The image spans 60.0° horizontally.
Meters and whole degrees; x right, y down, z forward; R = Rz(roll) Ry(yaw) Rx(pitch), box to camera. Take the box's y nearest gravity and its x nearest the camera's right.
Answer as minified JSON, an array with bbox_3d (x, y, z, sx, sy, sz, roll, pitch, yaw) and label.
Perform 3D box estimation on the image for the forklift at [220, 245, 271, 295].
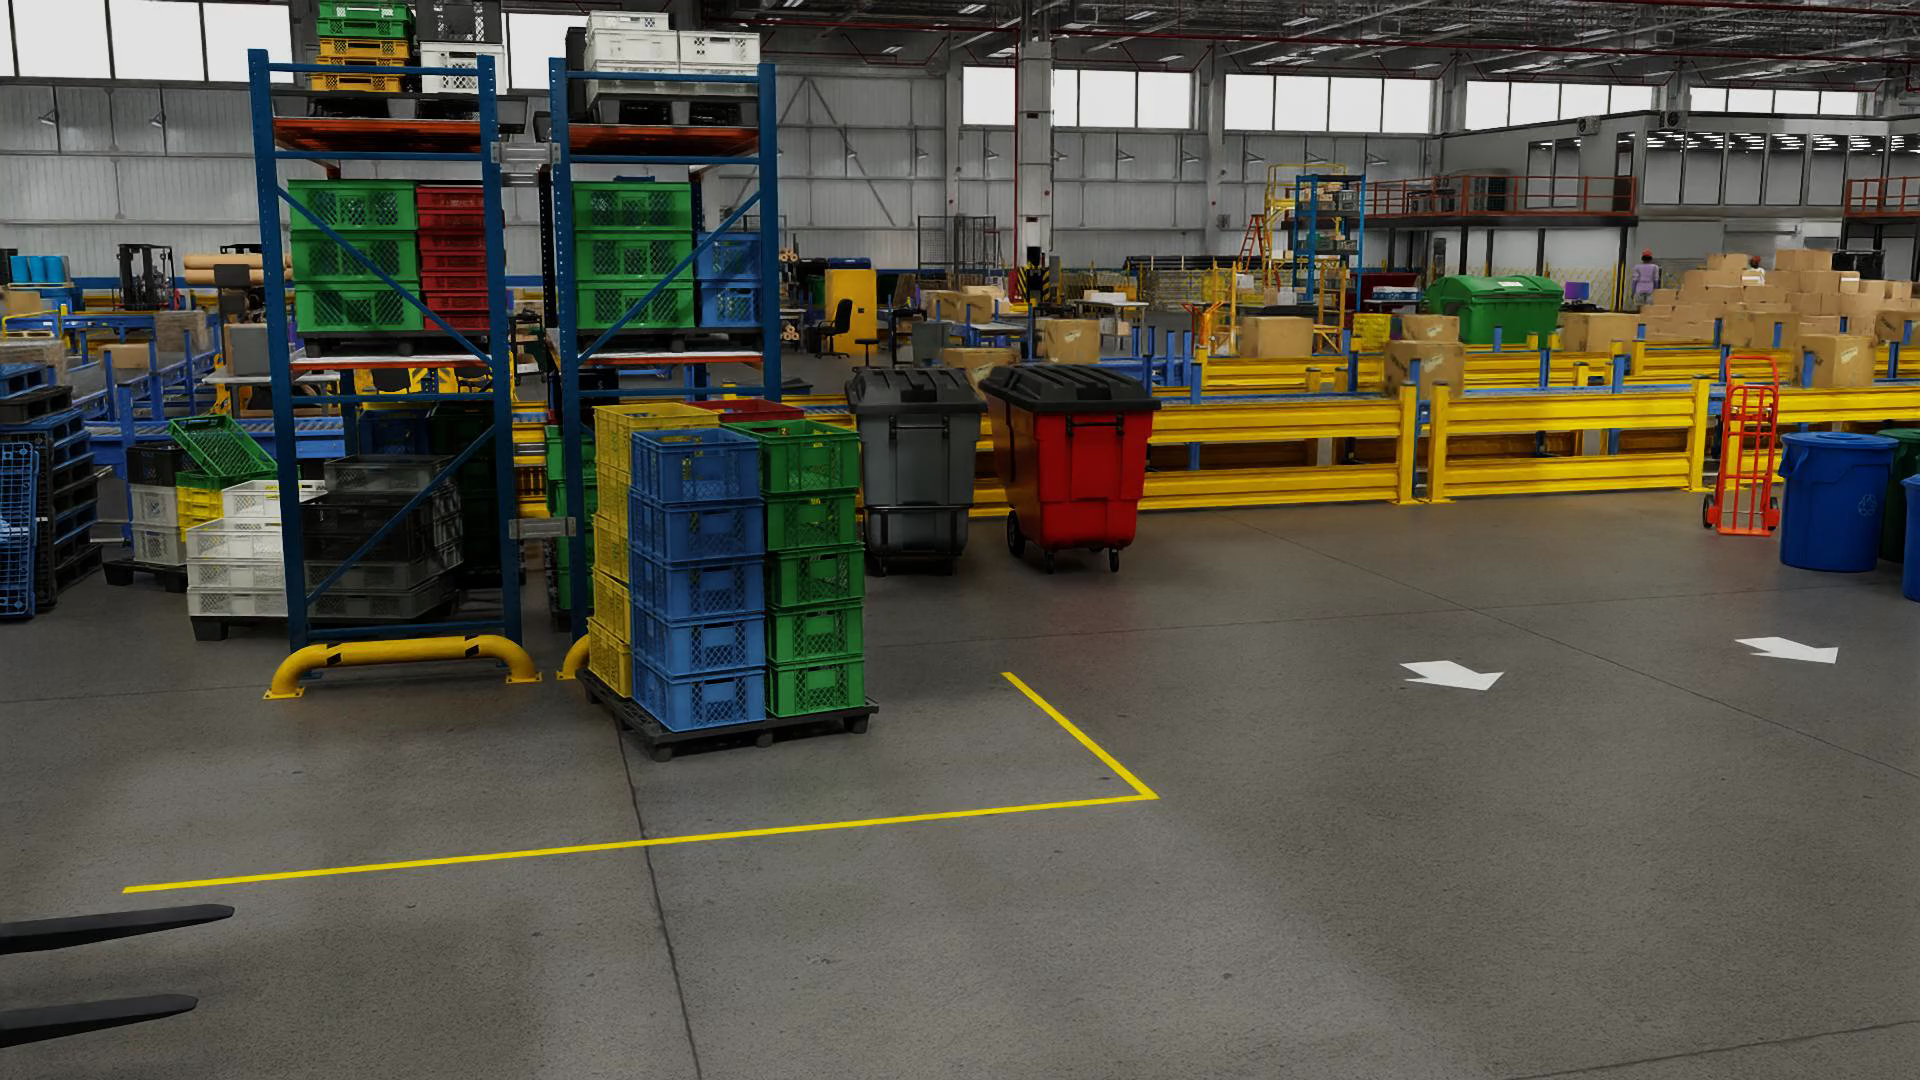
[{"bbox_3d":[-17.749,-6.334,41.440,1.157,1.987,2.680,-3,10,-17],"label":"forklift"}]

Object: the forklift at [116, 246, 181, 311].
[{"bbox_3d":[-19.966,-6.232,40.894,1.157,1.987,2.680,-3,10,-15],"label":"forklift"}]

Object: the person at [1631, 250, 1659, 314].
[{"bbox_3d":[17.004,-6.181,41.322,0.611,2.042,0.394,2,10,11],"label":"person"}]

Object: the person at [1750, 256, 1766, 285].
[{"bbox_3d":[19.790,-6.123,41.449,0.362,1.883,0.576,-2,10,-11],"label":"person"}]

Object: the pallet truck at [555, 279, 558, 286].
[{"bbox_3d":[-10.604,-6.375,44.520,0.653,1.274,1.630,-3,10,-15],"label":"pallet truck"}]
